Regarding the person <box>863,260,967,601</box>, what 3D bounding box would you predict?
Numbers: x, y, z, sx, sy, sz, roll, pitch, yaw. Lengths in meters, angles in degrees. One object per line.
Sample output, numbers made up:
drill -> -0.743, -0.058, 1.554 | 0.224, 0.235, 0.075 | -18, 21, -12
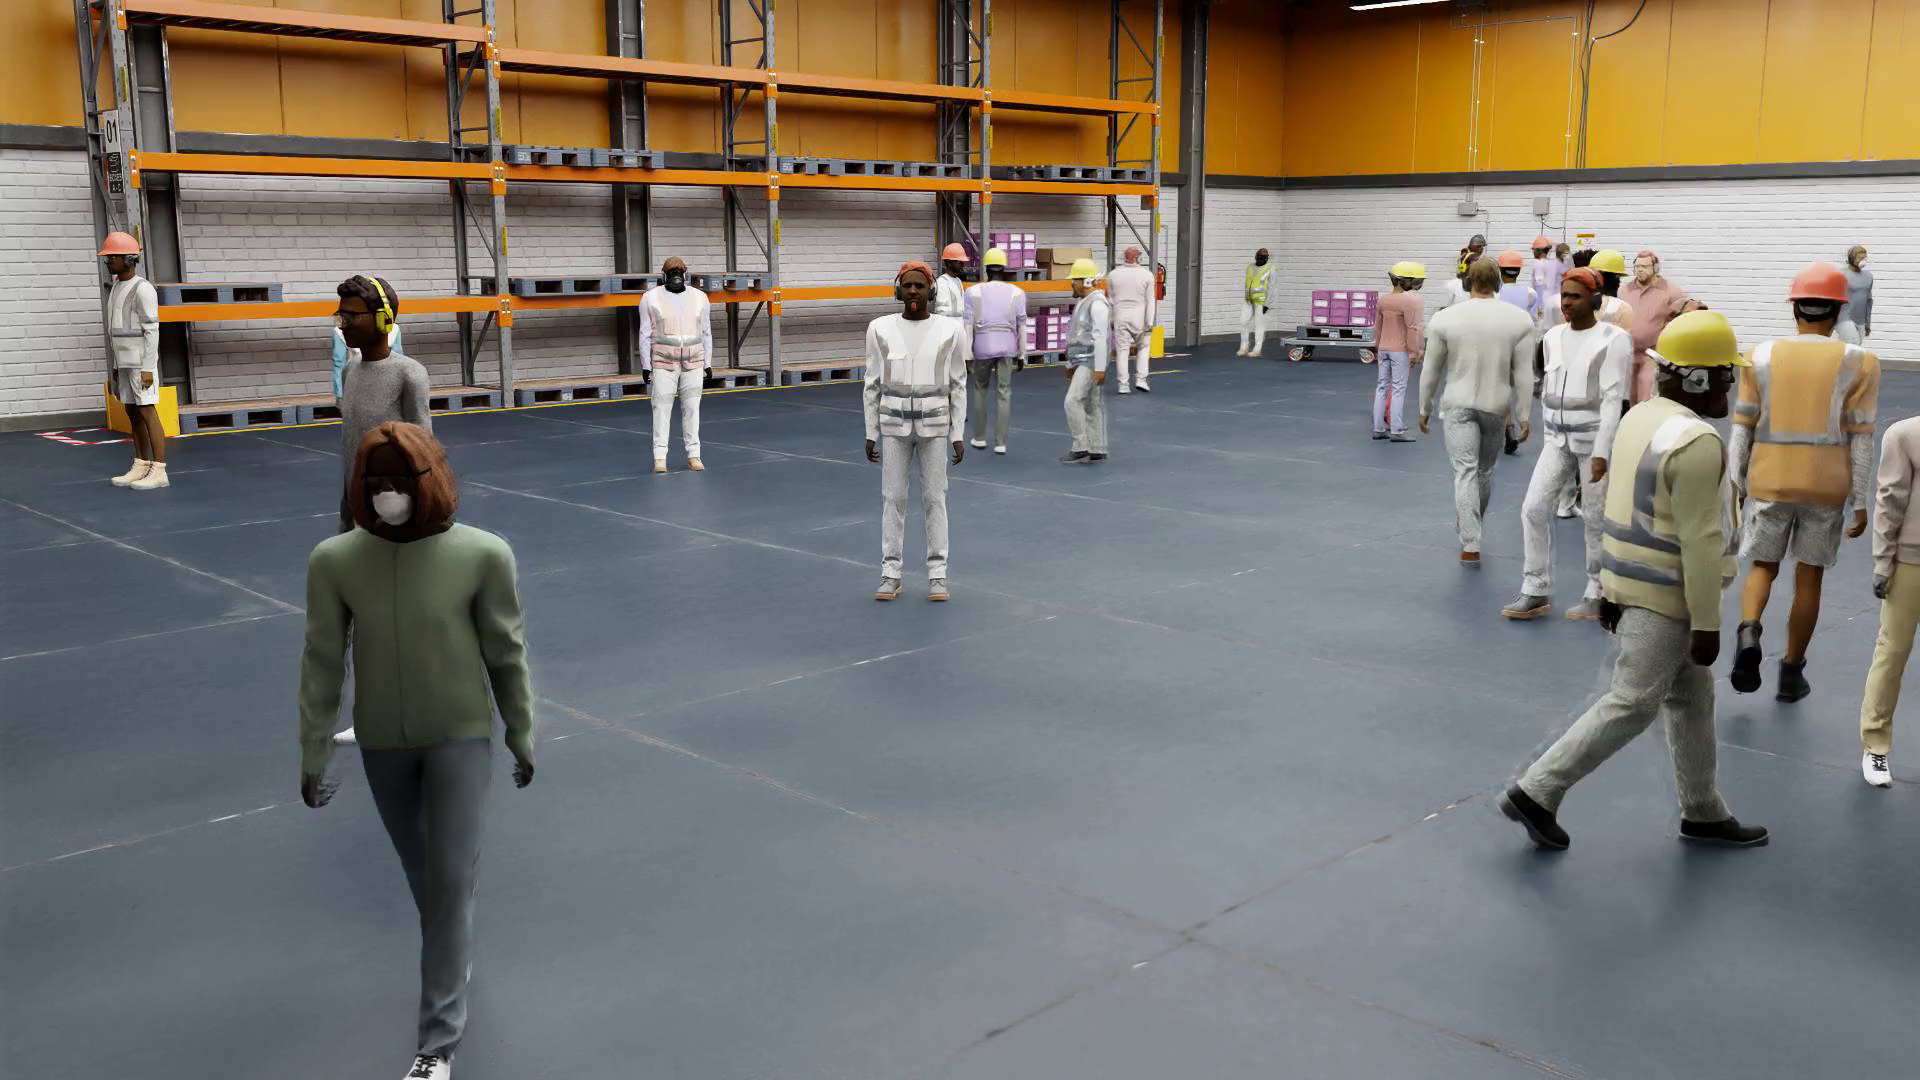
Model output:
person -> -0.251, -0.596, 9.224 | 0.574, 1.885, 0.356 | 1, 10, 4

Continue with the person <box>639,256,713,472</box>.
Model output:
person -> -2.424, -1.500, 14.268 | 0.634, 1.841, 0.429 | -4, 11, -20

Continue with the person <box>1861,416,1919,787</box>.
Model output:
person -> 3.594, 0.103, 6.089 | 0.501, 1.633, 0.285 | 1, 10, 6

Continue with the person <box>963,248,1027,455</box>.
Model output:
person -> 0.314, -1.770, 15.590 | 0.614, 1.890, 0.843 | -1, 10, -7

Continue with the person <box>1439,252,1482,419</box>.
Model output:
person -> 5.475, -2.198, 18.102 | 0.506, 1.840, 0.608 | -6, 12, -31

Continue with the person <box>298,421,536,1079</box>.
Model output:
person -> -1.323, 0.504, 4.036 | 0.524, 1.584, 0.870 | 0, 10, 1

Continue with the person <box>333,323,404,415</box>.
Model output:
person -> -4.436, -1.079, 12.548 | 0.550, 1.619, 0.559 | -6, 12, -28

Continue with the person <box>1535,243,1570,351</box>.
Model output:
person -> 9.958, -4.056, 28.062 | 0.670, 1.904, 0.675 | 7, 13, 34

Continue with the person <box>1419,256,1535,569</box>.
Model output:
person -> 3.201, -0.815, 10.405 | 0.655, 1.883, 1.004 | 1, 10, 6

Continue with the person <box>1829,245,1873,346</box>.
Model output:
person -> 10.932, -2.687, 20.556 | 0.636, 1.916, 0.880 | -5, 11, -24

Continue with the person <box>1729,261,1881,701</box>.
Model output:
person -> 3.568, -0.221, 7.104 | 0.560, 1.920, 0.616 | 8, 13, 37

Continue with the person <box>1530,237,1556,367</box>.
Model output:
person -> 8.897, -3.665, 25.669 | 0.633, 1.985, 1.043 | -10, 14, -43

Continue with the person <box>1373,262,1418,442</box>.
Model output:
person -> 4.304, -1.847, 16.372 | 0.322, 1.765, 0.533 | -5, 12, -26

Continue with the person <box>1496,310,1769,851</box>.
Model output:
person -> 2.219, 0.153, 5.394 | 0.884, 1.798, 0.602 | 1, 10, 4

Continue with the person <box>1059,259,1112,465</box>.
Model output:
person -> 1.032, -1.554, 14.631 | 0.589, 1.812, 0.632 | -1, 10, -8

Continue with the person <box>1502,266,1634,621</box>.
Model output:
person -> 3.162, -0.476, 8.642 | 0.752, 1.859, 0.592 | -6, 12, -30

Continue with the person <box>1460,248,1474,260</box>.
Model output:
person -> 8.823, -4.114, 28.600 | 0.896, 1.825, 0.525 | 8, 13, 36

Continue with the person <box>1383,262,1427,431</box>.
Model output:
person -> 4.606, -2.000, 17.266 | 0.462, 1.744, 0.534 | -4, 11, -22

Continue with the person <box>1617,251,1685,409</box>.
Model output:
person -> 6.154, -1.674, 15.127 | 0.685, 1.871, 0.883 | 9, 14, 41

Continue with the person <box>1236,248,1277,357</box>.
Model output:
person -> 4.901, -3.928, 27.603 | 0.582, 1.810, 0.656 | -10, 14, -42

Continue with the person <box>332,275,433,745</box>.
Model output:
person -> -2.263, -0.092, 6.512 | 0.528, 1.871, 0.323 | 7, 12, 32

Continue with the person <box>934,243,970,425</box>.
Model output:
person -> -0.073, -2.202, 17.833 | 0.375, 1.935, 0.550 | 4, 11, 19

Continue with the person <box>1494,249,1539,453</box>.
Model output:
person -> 5.138, -1.773, 15.599 | 0.553, 1.907, 0.932 | -1, 10, -4

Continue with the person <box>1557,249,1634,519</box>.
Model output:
person -> 4.490, -1.080, 11.752 | 0.384, 1.922, 0.594 | -7, 12, -32

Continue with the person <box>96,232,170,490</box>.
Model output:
person -> -6.619, -1.423, 13.294 | 0.605, 2.045, 0.377 | 9, 13, 39

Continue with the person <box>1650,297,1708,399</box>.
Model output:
person -> 4.451, -0.689, 10.398 | 0.311, 1.639, 0.513 | 8, 13, 37

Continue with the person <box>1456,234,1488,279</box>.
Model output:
person -> 8.988, -4.302, 29.002 | 0.535, 2.000, 0.684 | -3, 11, -17

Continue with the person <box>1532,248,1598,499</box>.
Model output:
person -> 4.801, -1.289, 12.886 | 0.614, 1.937, 0.923 | -1, 10, -4

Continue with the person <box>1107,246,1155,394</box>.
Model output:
person -> 2.207, -2.815, 21.327 | 0.647, 1.889, 0.583 | 4, 11, 19
